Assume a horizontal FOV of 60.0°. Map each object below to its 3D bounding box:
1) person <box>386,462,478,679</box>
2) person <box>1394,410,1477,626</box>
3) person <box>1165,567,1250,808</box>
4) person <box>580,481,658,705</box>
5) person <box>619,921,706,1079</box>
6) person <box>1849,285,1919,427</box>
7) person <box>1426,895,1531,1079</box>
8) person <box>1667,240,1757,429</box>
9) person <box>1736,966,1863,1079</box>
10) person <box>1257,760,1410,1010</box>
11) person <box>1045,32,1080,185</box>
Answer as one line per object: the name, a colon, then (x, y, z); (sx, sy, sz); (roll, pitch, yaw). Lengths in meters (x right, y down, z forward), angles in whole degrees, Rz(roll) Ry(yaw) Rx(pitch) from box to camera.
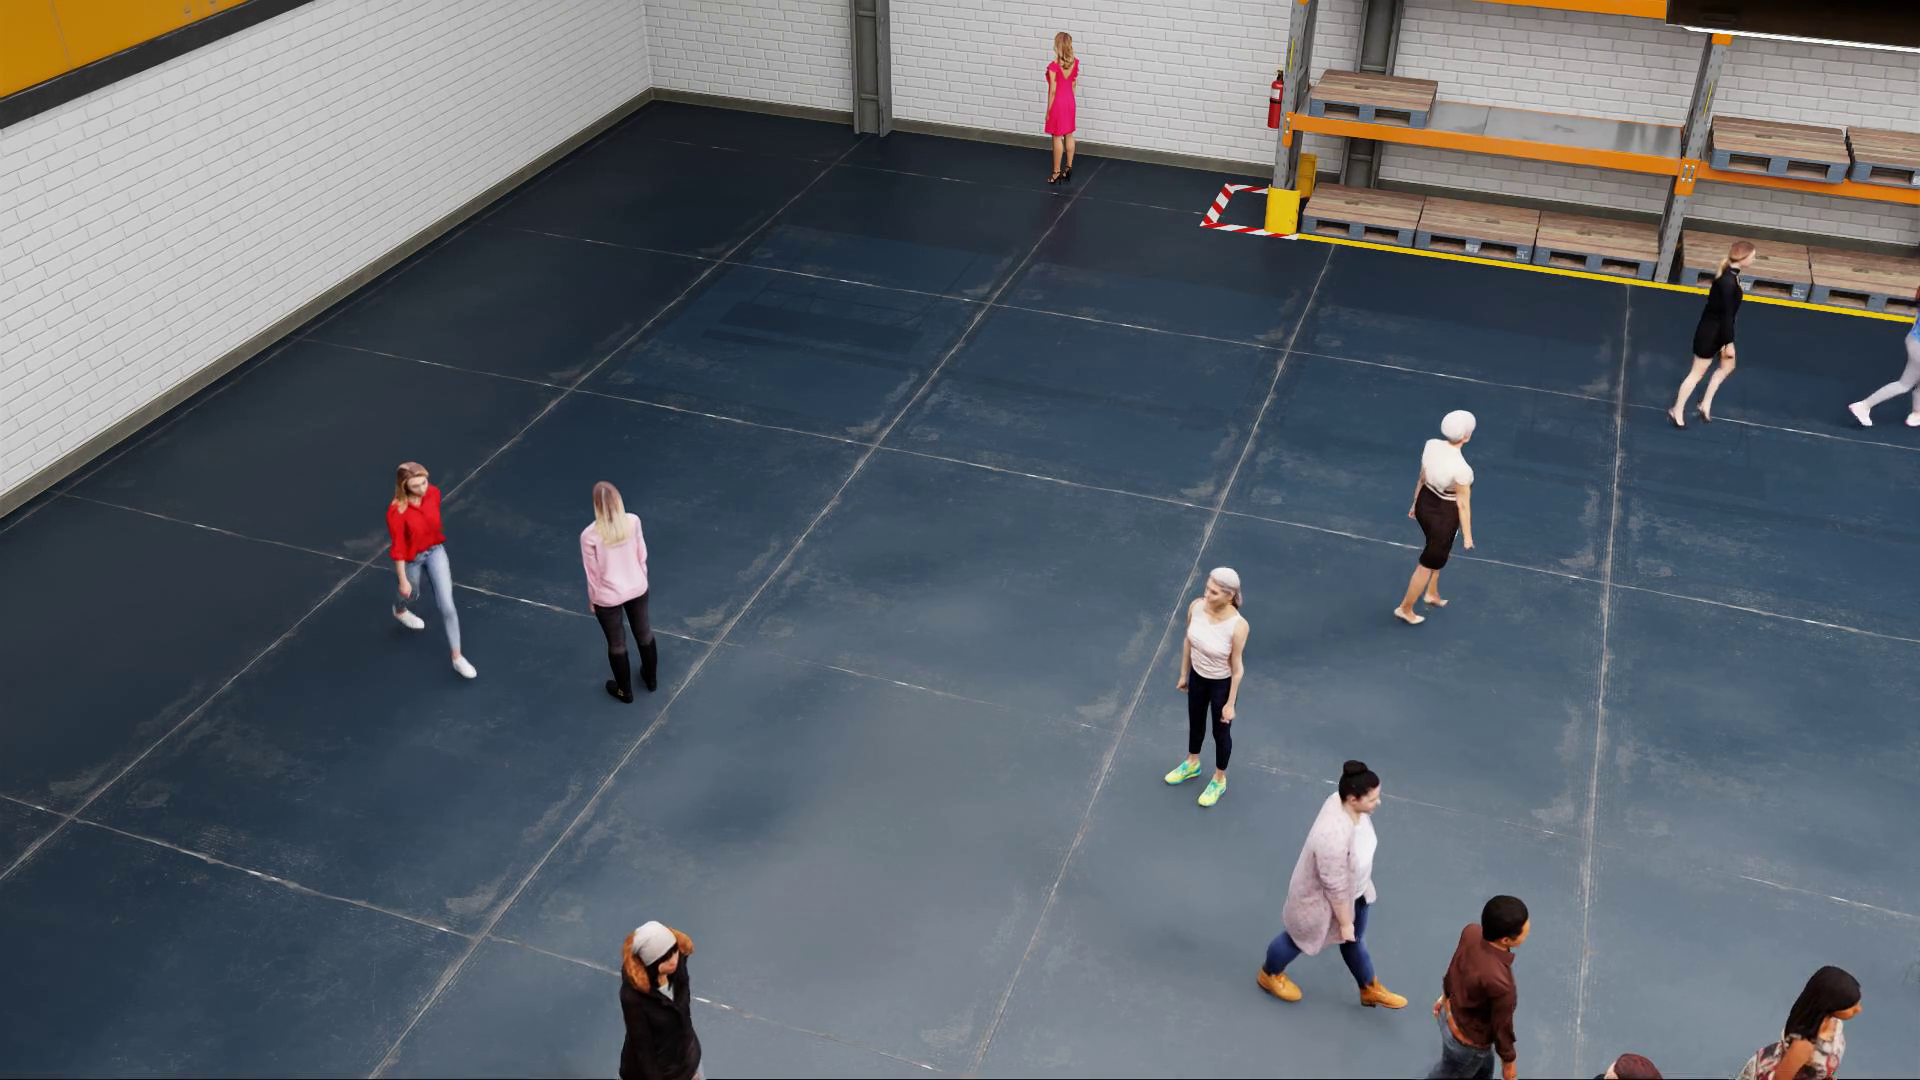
person: (-3.740, 0.127, 11.416); (1.274, 1.637, 0.932); (25, 41, 32)
person: (3.270, -0.117, 11.693); (0.908, 1.736, 0.845); (-10, 35, -15)
person: (1.560, 0.872, 10.236); (0.744, 1.702, 0.628); (-26, 41, -33)
person: (-2.255, 0.344, 11.043); (0.686, 1.688, 0.715); (-22, 39, -29)
person: (-1.501, 2.428, 7.994); (1.107, 1.594, 0.829); (22, 39, 29)
person: (8.103, -1.642, 14.126); (1.041, 1.583, 0.665); (7, 34, 11)
person: (2.320, 2.384, 7.932); (1.216, 1.734, 0.895); (-1, 34, -1)
person: (6.295, -1.718, 14.090); (0.648, 1.749, 0.568); (12, 36, 18)
person: (3.761, 2.551, 7.791); (1.066, 1.611, 0.777); (18, 38, 25)
person: (1.865, 1.823, 8.803); (1.093, 1.705, 0.818); (19, 38, 26)
person: (1.166, -4.920, 18.925); (0.660, 1.729, 0.690); (-24, 40, -31)
